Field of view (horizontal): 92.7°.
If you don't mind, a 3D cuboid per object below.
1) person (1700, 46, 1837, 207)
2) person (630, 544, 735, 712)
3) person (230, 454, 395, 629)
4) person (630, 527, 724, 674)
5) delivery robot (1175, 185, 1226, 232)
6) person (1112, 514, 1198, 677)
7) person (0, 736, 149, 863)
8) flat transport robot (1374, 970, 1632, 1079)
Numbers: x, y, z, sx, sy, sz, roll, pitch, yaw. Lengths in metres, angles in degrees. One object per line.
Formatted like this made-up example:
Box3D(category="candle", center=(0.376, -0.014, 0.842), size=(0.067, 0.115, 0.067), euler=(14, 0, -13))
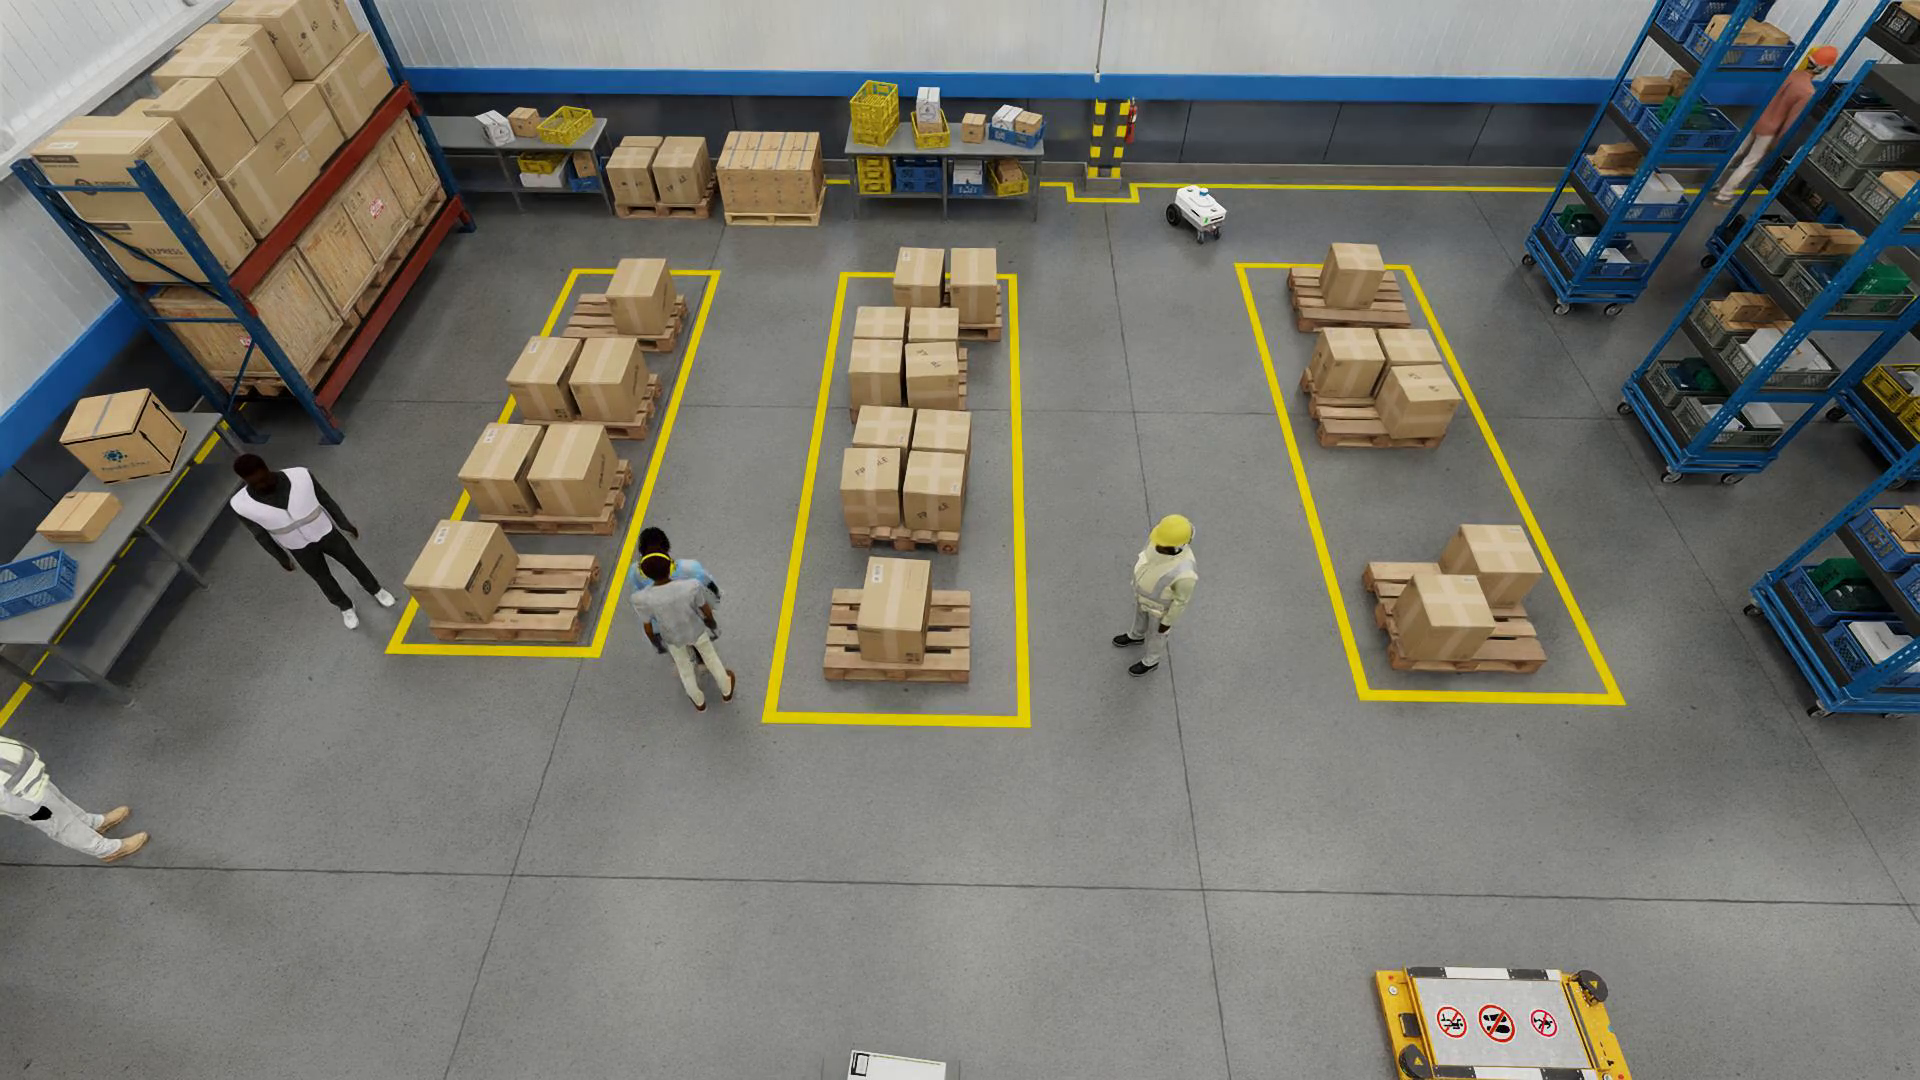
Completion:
Box3D(category="person", center=(10.294, -5.234, 11.641), size=(0.413, 1.986, 0.618), euler=(2, 51, 1))
Box3D(category="person", center=(-2.077, 0.692, 6.879), size=(0.512, 1.872, 0.330), euler=(-15, 52, -12))
Box3D(category="person", center=(-5.268, -0.025, 7.434), size=(0.596, 1.915, 0.370), euler=(-38, 60, -26))
Box3D(category="person", center=(-2.160, 0.430, 7.214), size=(0.579, 1.684, 0.500), euler=(3, 51, 3))
Box3D(category="delivery robot", center=(3.064, -4.241, 11.685), size=(0.477, 0.478, 0.707), euler=(-20, 54, -16))
Box3D(category="person", center=(1.521, 0.418, 7.126), size=(0.404, 1.833, 0.589), euler=(-13, 52, -10))
Box3D(category="person", center=(-6.297, 1.638, 6.125), size=(0.627, 1.847, 0.429), euler=(33, 58, 24))
Box3D(category="flat transport robot", center=(3.501, 3.133, 5.914), size=(1.431, 0.197, 0.652), euler=(1, 51, 1))
